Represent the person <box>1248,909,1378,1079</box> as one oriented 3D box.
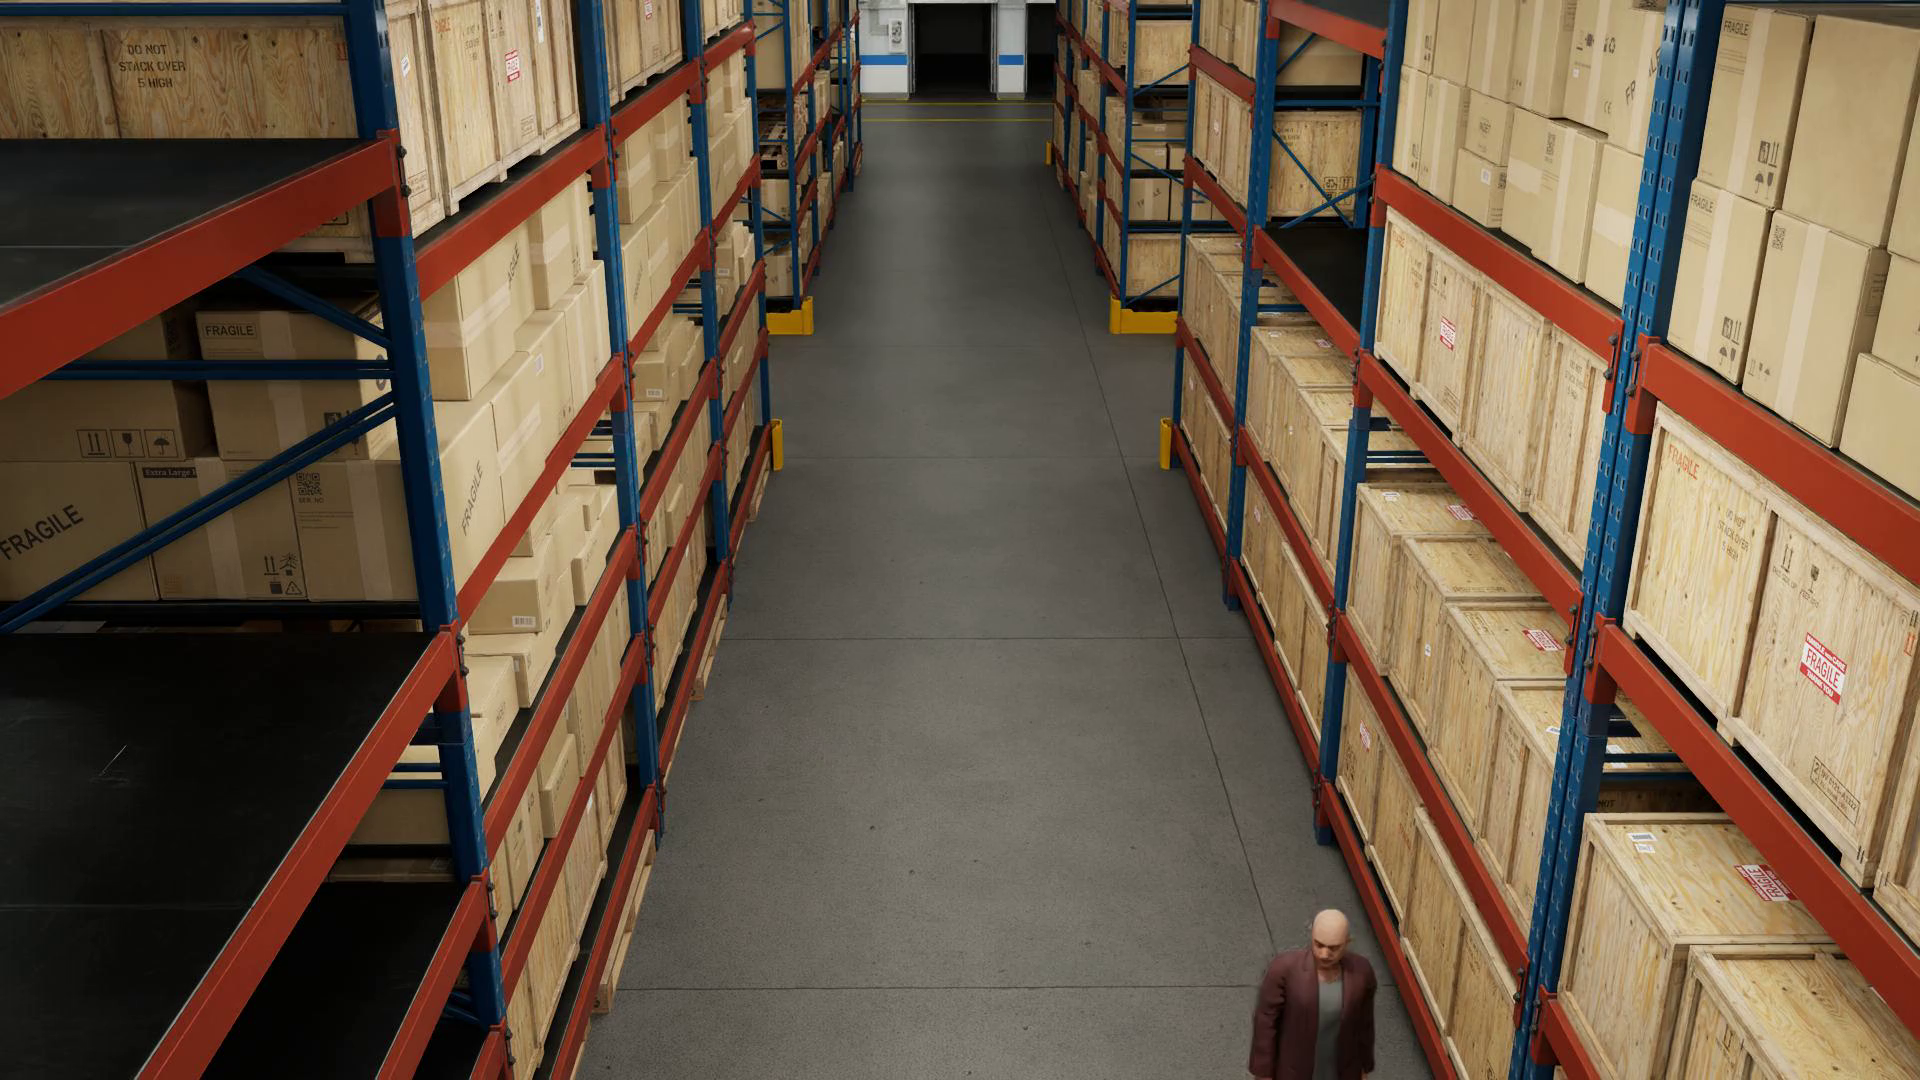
[{"bbox_3d":[1.695,2.546,8.043,0.631,1.763,0.854,-2,22,-5],"label":"person"}]
